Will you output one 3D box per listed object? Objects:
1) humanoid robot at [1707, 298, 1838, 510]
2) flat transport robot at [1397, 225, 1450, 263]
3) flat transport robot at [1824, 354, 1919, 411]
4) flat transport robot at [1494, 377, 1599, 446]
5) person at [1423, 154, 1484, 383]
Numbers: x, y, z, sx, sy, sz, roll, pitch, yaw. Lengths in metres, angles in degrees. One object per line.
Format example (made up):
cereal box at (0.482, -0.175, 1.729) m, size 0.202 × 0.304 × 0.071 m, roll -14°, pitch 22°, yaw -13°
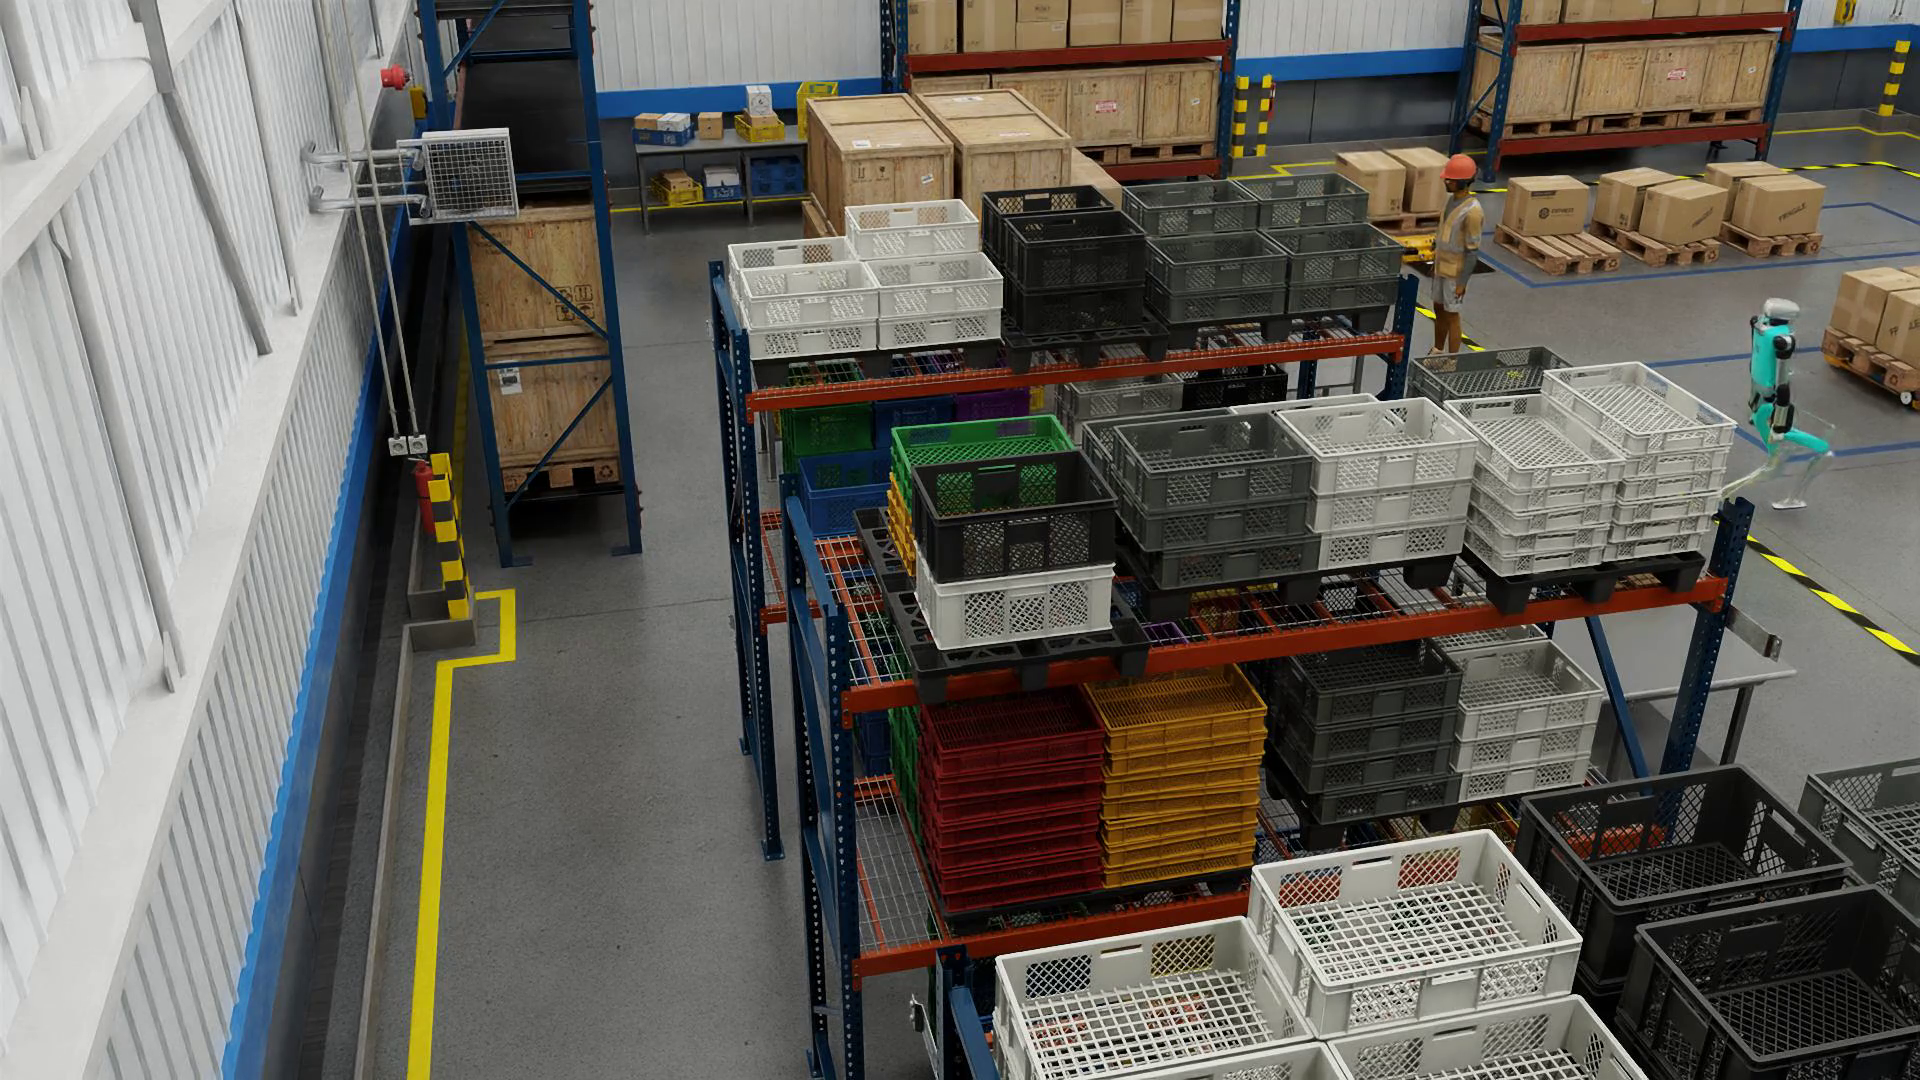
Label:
humanoid robot at (6.108, -0.944, 12.261) m, size 1.030 × 1.725 × 0.530 m, roll 0°, pitch 28°, yaw 0°
flat transport robot at (4.803, -3.405, 18.477) m, size 0.652 × 0.197 × 1.431 m, roll -6°, pitch 28°, yaw -12°
flat transport robot at (8.473, -1.467, 14.800) m, size 0.652 × 0.197 × 1.431 m, roll -6°, pitch 28°, yaw -12°
flat transport robot at (4.780, -1.036, 14.013) m, size 0.659 × 0.231 × 1.431 m, roll -6°, pitch 28°, yaw -12°
person at (4.310, -2.389, 14.682) m, size 0.378 × 2.038 × 0.614 m, roll -4°, pitch 28°, yaw -8°
